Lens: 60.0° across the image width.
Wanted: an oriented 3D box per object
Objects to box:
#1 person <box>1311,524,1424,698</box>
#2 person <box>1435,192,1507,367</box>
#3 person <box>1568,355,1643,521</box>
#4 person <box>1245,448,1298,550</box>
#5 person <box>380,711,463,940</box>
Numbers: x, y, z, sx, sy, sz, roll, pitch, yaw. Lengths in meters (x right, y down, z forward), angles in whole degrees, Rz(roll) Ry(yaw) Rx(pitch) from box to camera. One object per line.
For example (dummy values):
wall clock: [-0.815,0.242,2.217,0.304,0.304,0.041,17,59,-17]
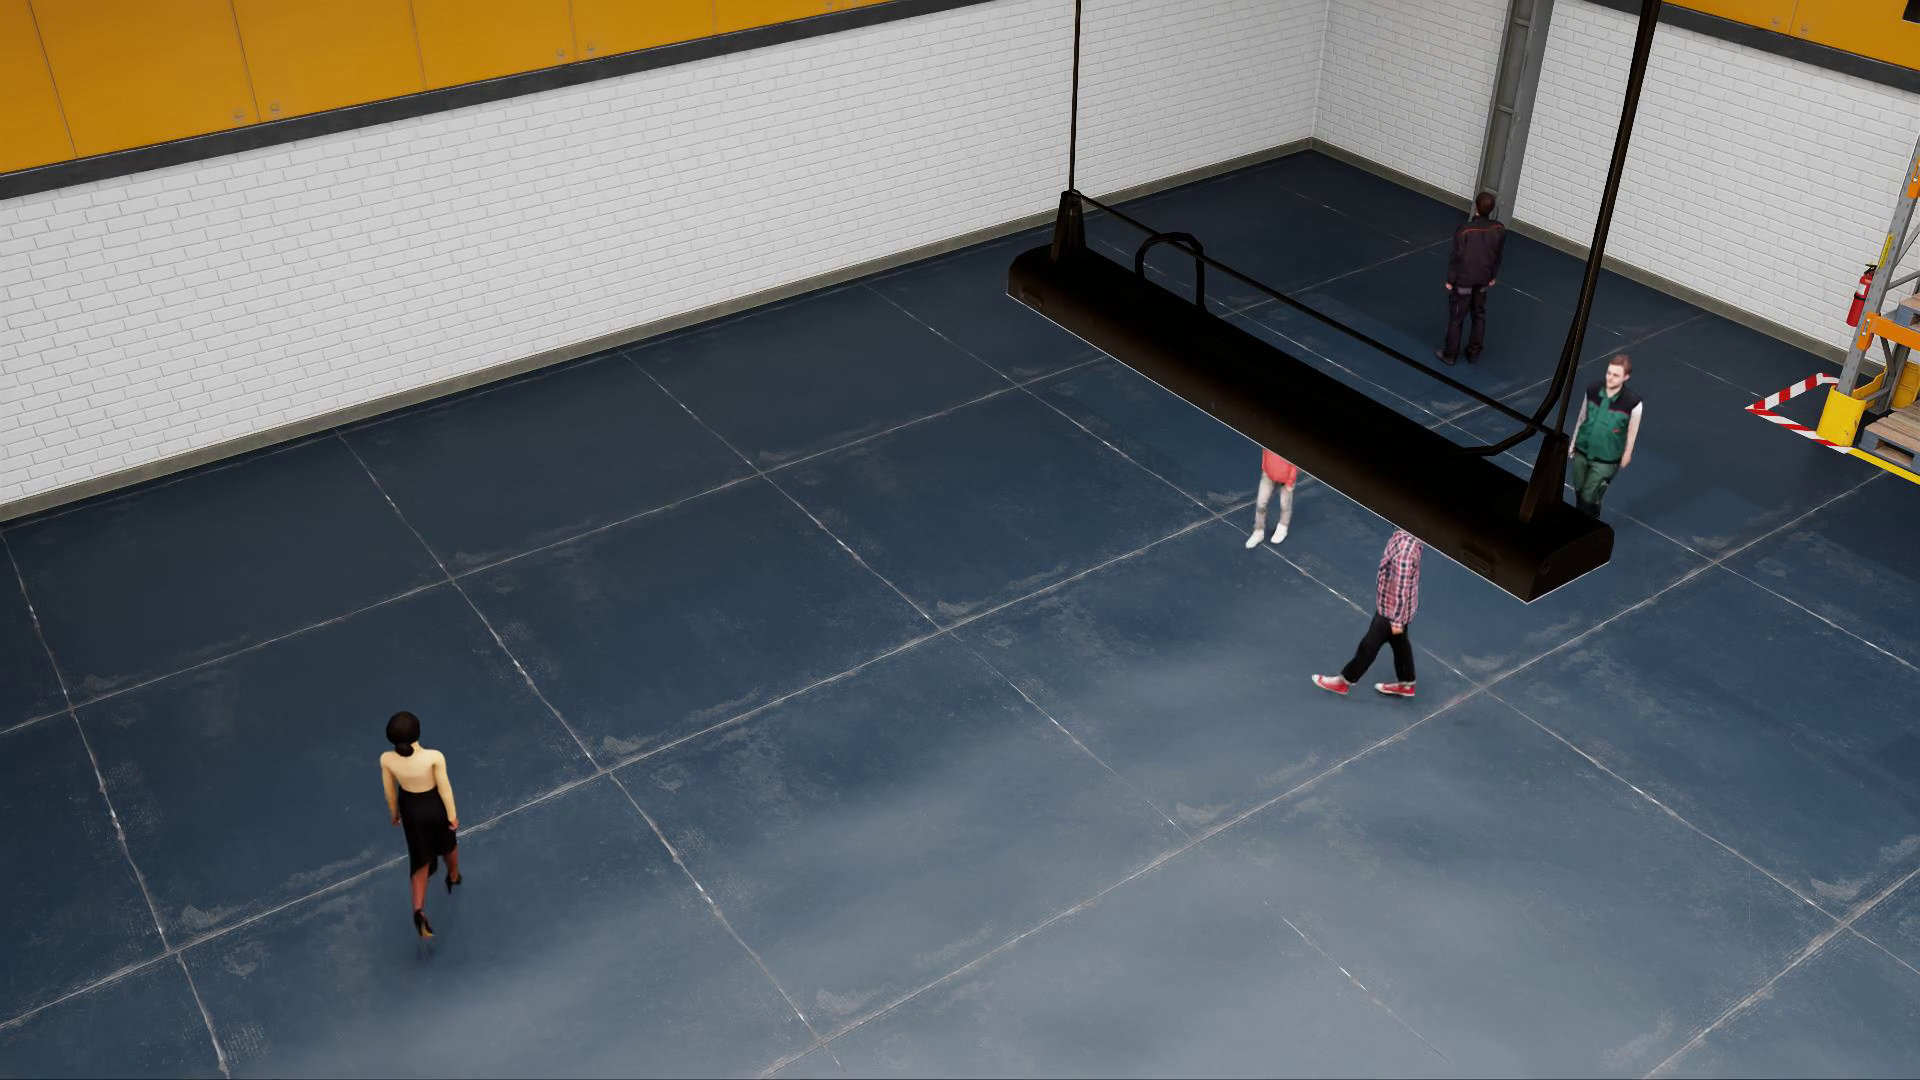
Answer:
person: [3.288,0.483,12.295,1.160,1.738,1.057,10,35,15]
person: [5.211,-2.654,16.925,0.793,1.838,0.742,-5,34,-8]
person: [5.455,-0.768,14.093,0.710,1.831,0.616,-24,41,-32]
person: [2.776,-0.603,14.235,0.709,1.400,0.708,20,39,27]
person: [-3.376,1.786,10.436,0.895,1.628,1.066,-2,34,-3]
